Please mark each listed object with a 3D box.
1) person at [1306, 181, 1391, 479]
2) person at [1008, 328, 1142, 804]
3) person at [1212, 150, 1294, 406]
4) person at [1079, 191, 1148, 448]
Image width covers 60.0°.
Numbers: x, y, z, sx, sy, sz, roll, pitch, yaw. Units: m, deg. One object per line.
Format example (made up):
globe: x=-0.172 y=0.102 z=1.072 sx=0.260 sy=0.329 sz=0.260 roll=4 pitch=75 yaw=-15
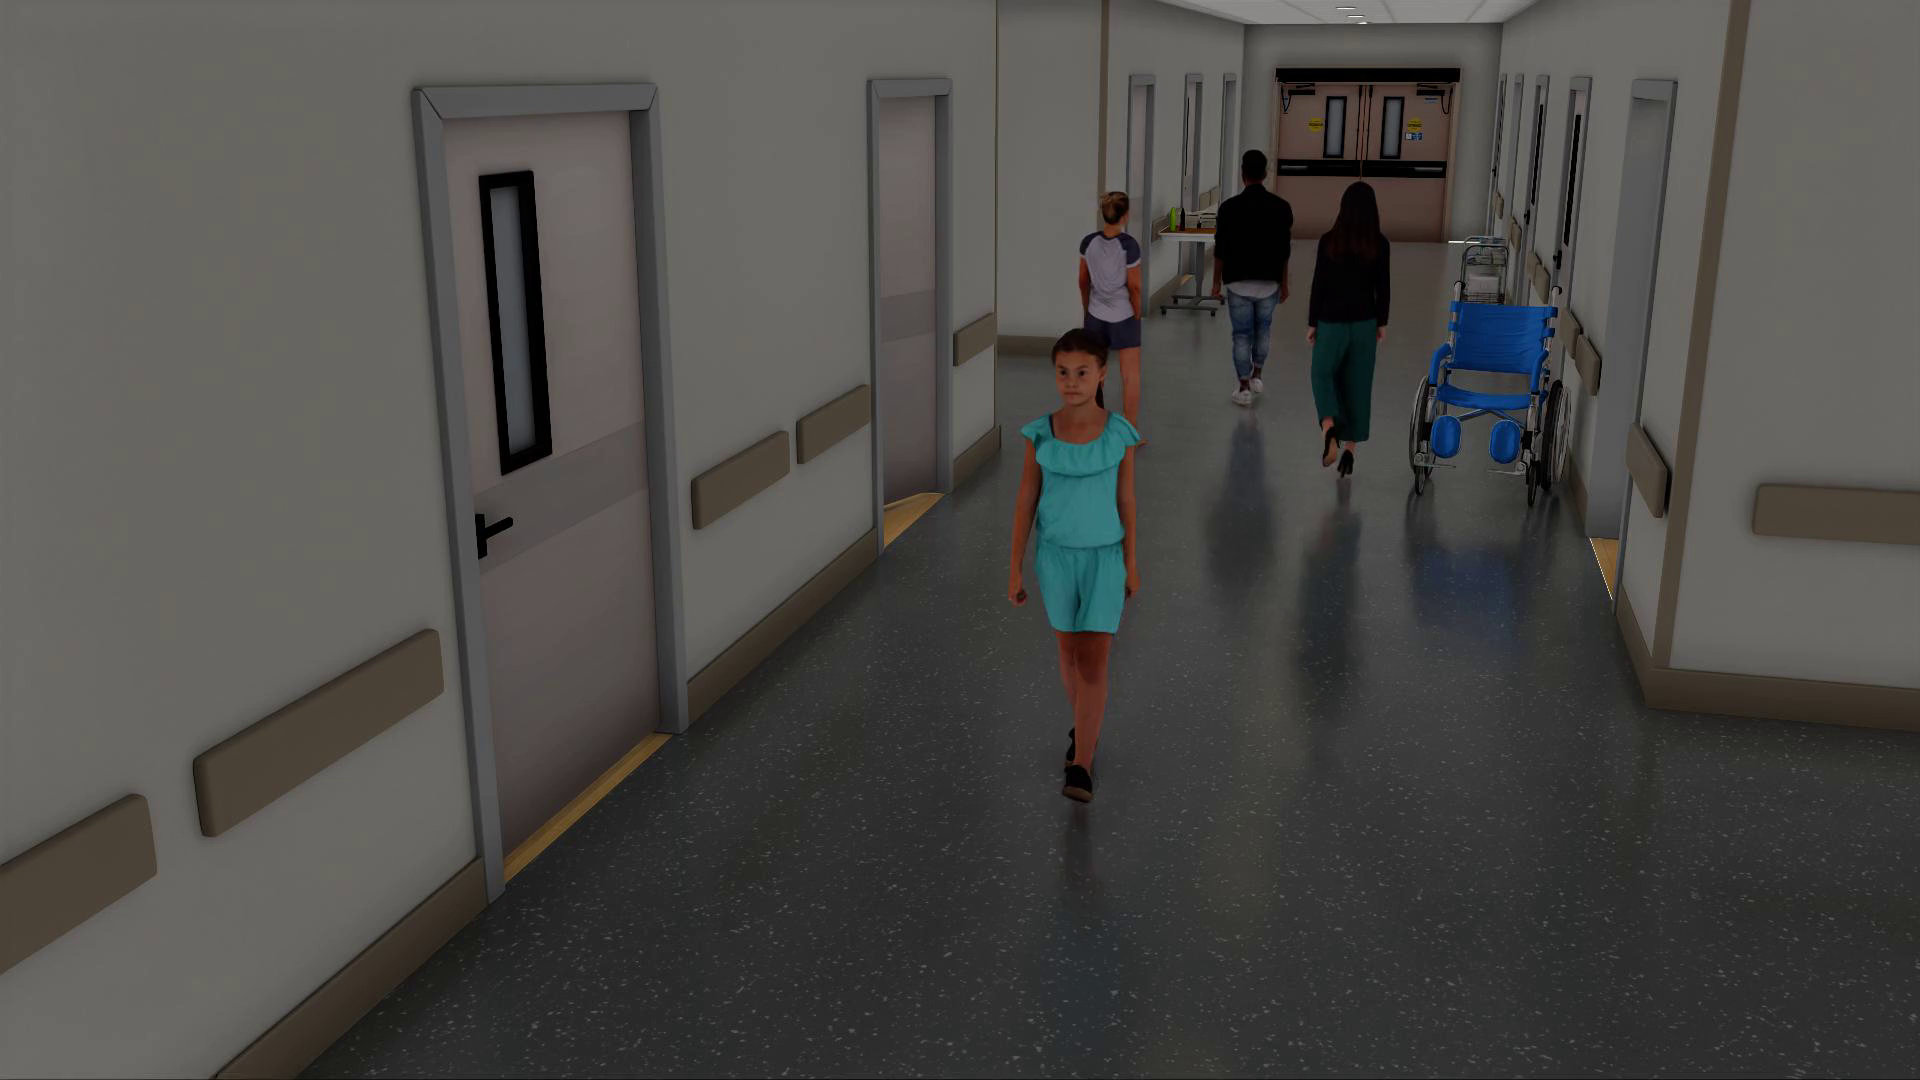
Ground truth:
person: x=2.246 y=-1.183 z=9.643 sx=0.654 sy=1.727 sz=0.812 roll=3 pitch=16 yaw=9
person: x=0.416 y=0.061 z=5.592 sx=0.554 sy=1.530 sz=0.930 roll=4 pitch=16 yaw=14
person: x=2.113 y=-1.859 z=11.916 sx=0.808 sy=1.796 sz=0.838 roll=0 pitch=16 yaw=-1
person: x=0.960 y=-1.395 z=10.586 sx=0.641 sy=1.624 sz=0.611 roll=8 pitch=18 yaw=26
